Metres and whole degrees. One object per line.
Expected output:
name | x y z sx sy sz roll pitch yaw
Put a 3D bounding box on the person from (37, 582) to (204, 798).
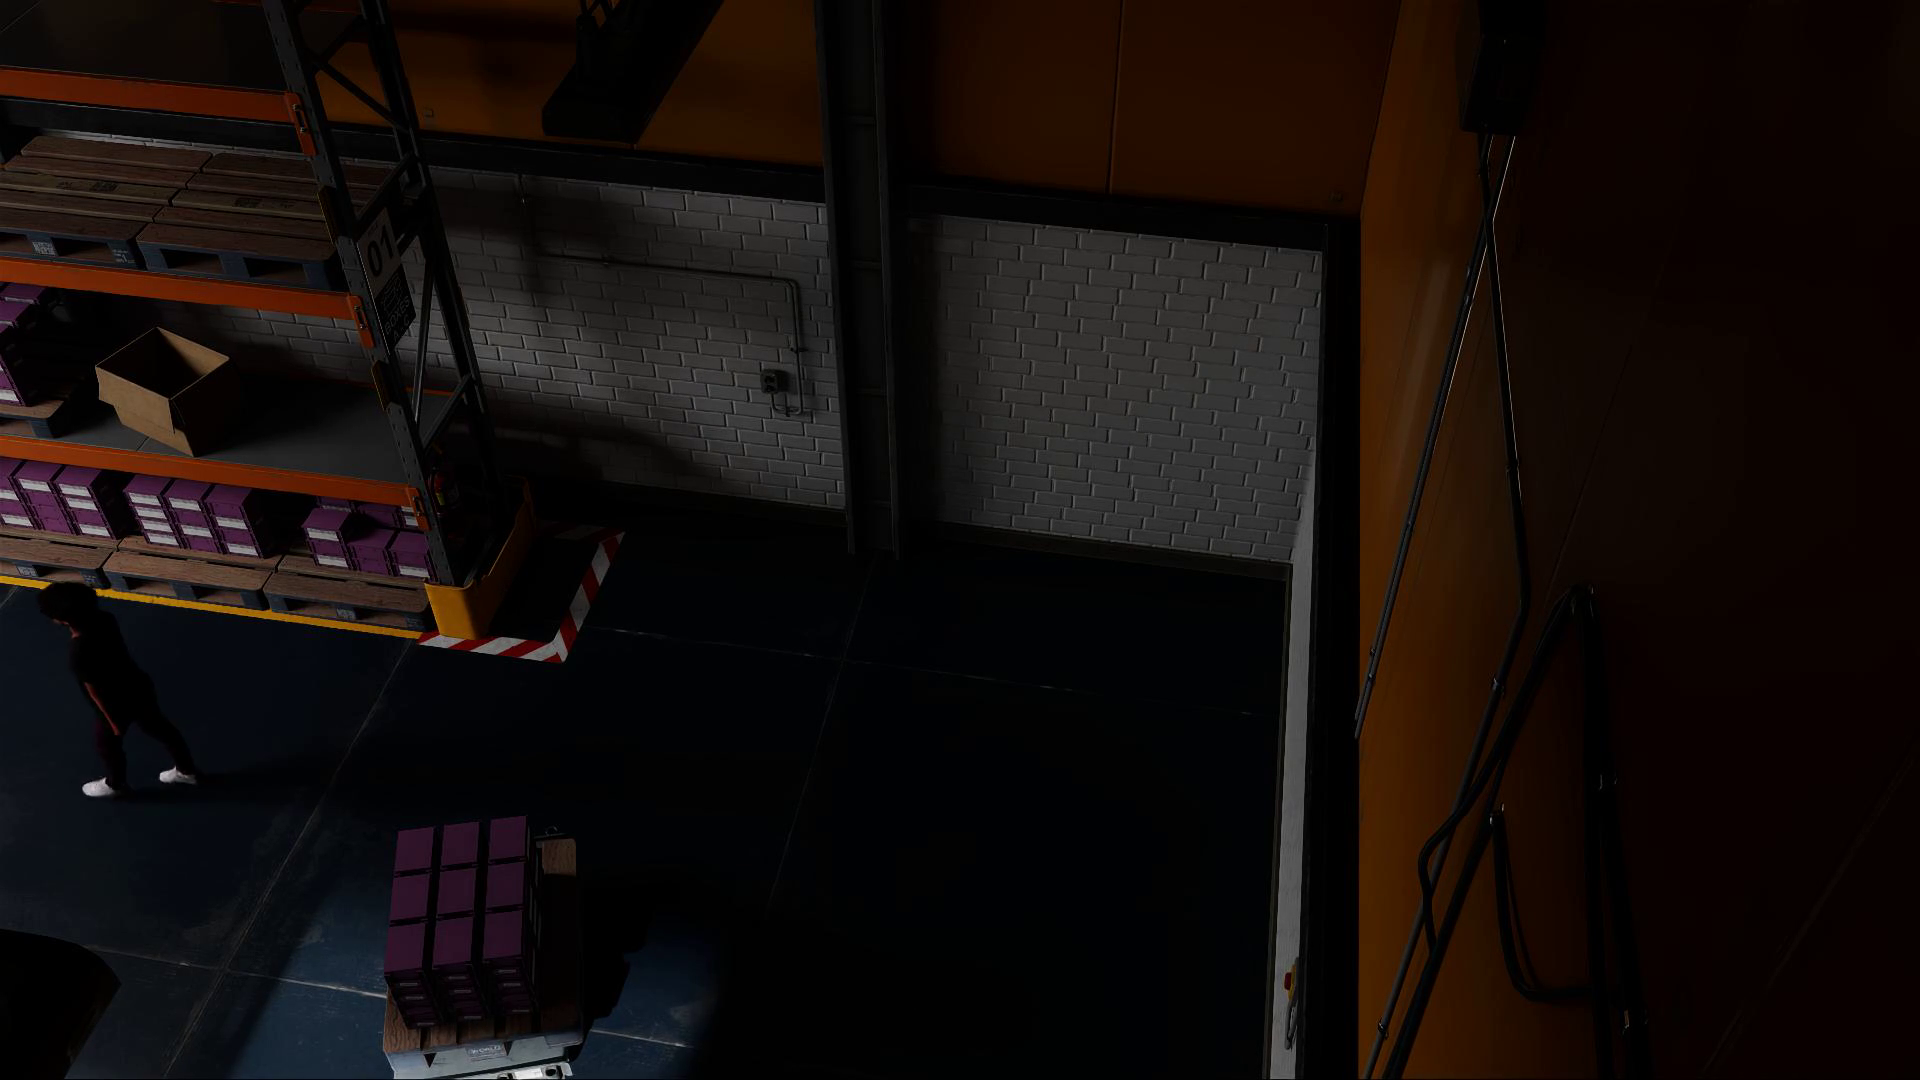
person | -4.999 0.928 10.034 0.970 1.757 0.731 1 44 1
